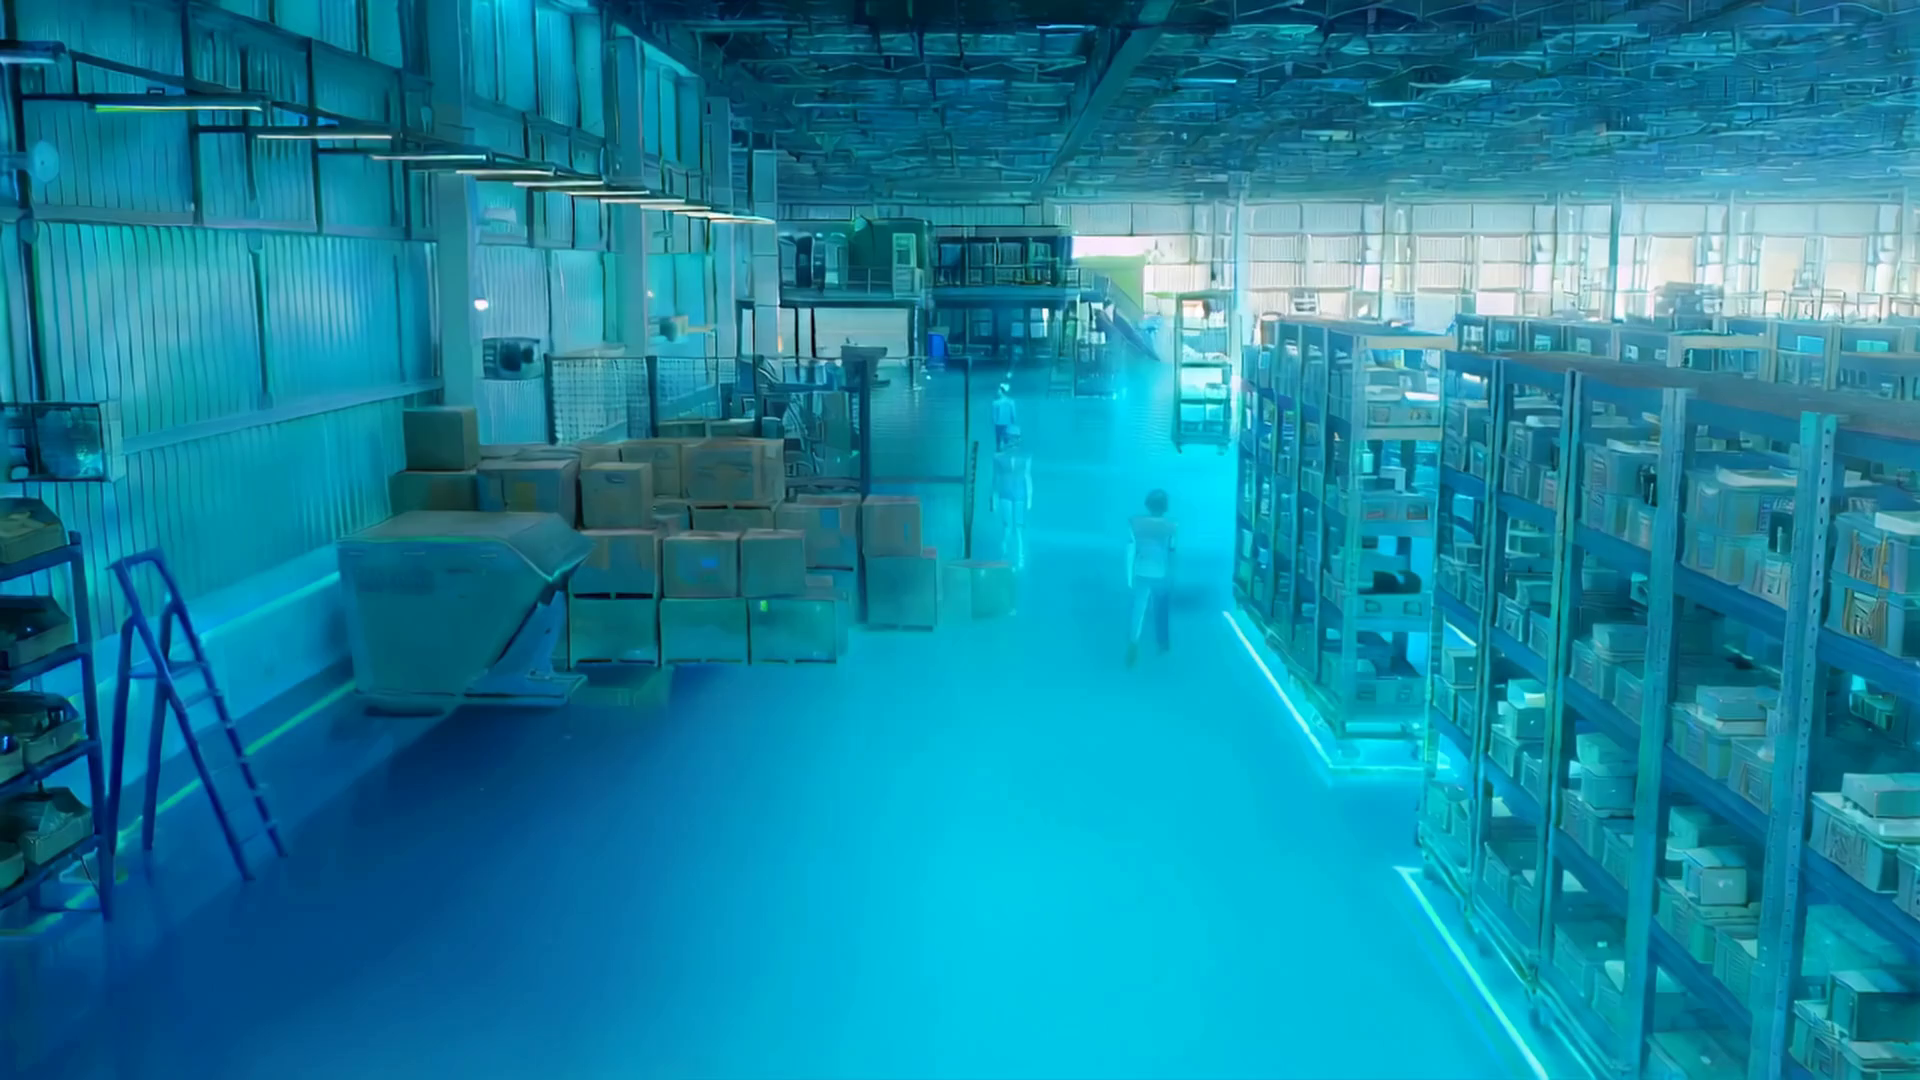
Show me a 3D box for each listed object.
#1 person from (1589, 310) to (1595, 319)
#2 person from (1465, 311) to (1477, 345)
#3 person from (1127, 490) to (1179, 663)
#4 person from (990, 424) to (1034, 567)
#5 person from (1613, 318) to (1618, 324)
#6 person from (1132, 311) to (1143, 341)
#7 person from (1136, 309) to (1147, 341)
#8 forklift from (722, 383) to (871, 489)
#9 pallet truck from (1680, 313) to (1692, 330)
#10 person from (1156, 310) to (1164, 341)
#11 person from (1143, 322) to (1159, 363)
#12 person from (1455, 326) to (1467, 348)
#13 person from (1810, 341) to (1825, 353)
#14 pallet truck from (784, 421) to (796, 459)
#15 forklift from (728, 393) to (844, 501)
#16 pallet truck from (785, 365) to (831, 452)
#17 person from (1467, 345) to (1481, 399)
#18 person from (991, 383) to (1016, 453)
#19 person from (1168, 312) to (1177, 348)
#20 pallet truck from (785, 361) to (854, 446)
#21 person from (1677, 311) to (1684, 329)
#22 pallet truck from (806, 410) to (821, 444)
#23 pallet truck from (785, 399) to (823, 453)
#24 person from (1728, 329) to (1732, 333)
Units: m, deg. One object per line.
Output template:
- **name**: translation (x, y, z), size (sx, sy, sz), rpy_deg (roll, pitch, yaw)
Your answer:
- **person**: translation (35.029, -11.804, 92.425), size (0.972, 1.884, 0.572), rpy_deg (5, 10, 27)
- **person**: translation (28.111, -11.617, 91.239), size (0.580, 1.905, 0.812), rpy_deg (-6, 11, -33)
- **person**: translation (2.007, 0.378, 17.529), size (0.580, 1.815, 0.860), rpy_deg (3, 10, 20)
- **person**: translation (0.714, -0.600, 22.977), size (0.622, 1.997, 0.372), rpy_deg (-3, 10, -16)
- **person**: translation (30.145, -9.281, 76.825), size (0.869, 1.903, 0.555), rpy_deg (5, 11, 29)
- **person**: translation (10.212, -12.322, 95.820), size (0.967, 1.832, 0.522), rpy_deg (-5, 10, -28)
- **person**: translation (10.530, -12.476, 96.652), size (1.013, 1.860, 0.622), rpy_deg (-2, 9, -13)
- **forklift**: translation (-2.893, -1.687, 28.729), size (2.680, 1.987, 1.157), rpy_deg (0, 9, -1)
- **pallet truck**: translation (36.315, -10.531, 84.244), size (0.823, 1.965, 1.885), rpy_deg (-6, 11, -33)
- **person**: translation (11.723, -12.576, 97.399), size (0.498, 1.824, 0.641), rpy_deg (4, 10, 23)
- **person**: translation (8.507, -8.760, 73.891), size (0.866, 1.817, 0.522), rpy_deg (-8, 12, -42)
- **person**: translation (24.290, -9.886, 80.661), size (0.670, 1.867, 0.593), rpy_deg (-7, 11, -36)
- **person**: translation (27.424, -5.462, 53.413), size (0.672, 1.848, 1.013), rpy_deg (1, 9, 7)
- **pallet truck**: translation (-4.013, -1.793, 32.705), size (1.601, 1.201, 0.680), rpy_deg (0, 9, 1)
- **forklift**: translation (-2.979, -1.316, 26.476), size (2.680, 1.987, 1.157), rpy_deg (0, 9, 1)
- **pallet truck**: translation (-3.774, -2.976, 37.635), size (1.885, 1.965, 0.823), rpy_deg (1, 9, 5)
- **person**: translation (16.242, -5.230, 52.232), size (0.957, 1.775, 0.607), rpy_deg (-5, 10, -26)
- **person**: translation (0.912, -2.377, 34.652), size (0.524, 1.769, 0.314), rpy_deg (2, 9, 12)
- **person**: translation (11.347, -11.137, 88.235), size (0.378, 1.915, 0.601), rpy_deg (-4, 10, -25)
- **pallet truck**: translation (-3.410, -3.193, 38.978), size (1.885, 1.965, 0.823), rpy_deg (0, 9, -1)
- **person**: translation (38.945, -11.410, 89.930), size (0.629, 1.930, 0.506), rpy_deg (-7, 11, -36)
- **pallet truck**: translation (-3.559, -2.018, 33.905), size (1.522, 1.261, 0.704), rpy_deg (0, 9, -1)
- **pallet truck**: translation (-3.814, -2.432, 36.419), size (1.630, 1.274, 0.653), rpy_deg (0, 9, 1)
- **person**: translation (29.808, -7.331, 64.600), size (0.610, 1.965, 0.363), rpy_deg (-6, 11, -35)
